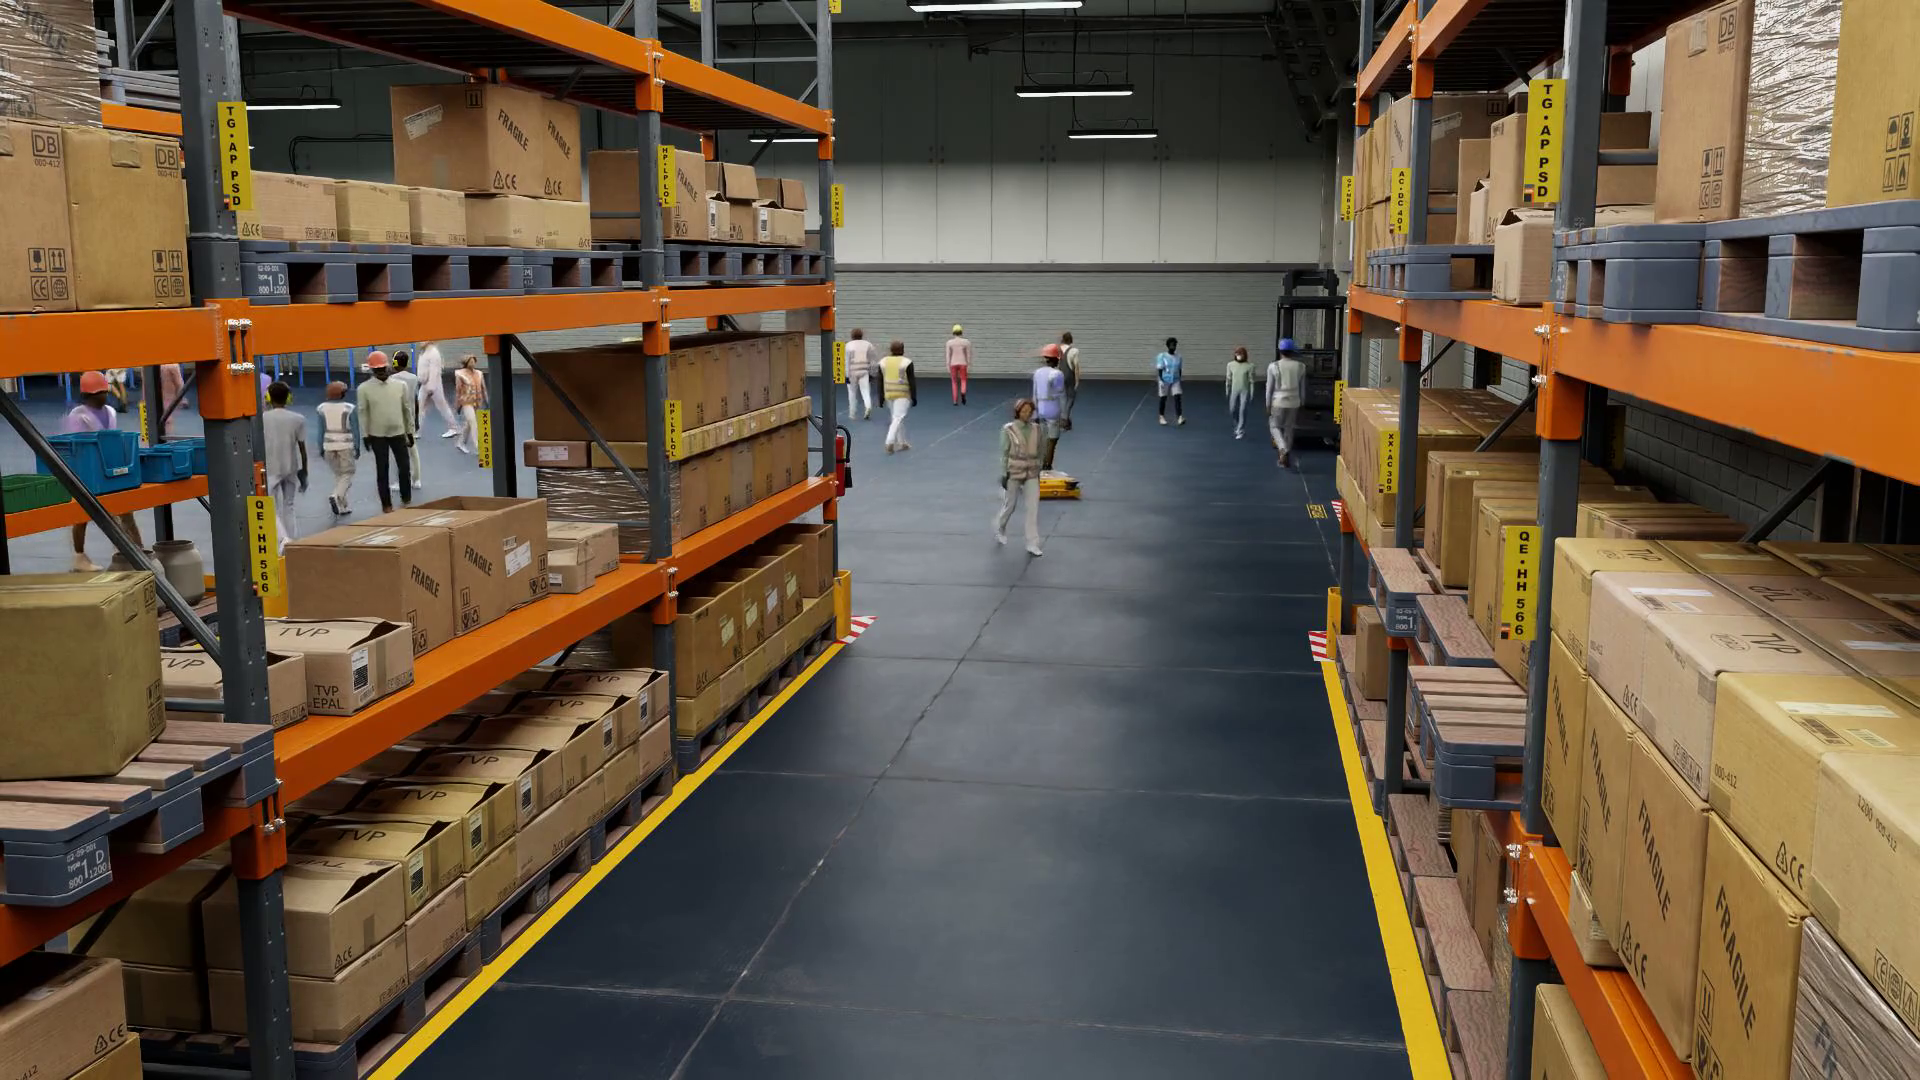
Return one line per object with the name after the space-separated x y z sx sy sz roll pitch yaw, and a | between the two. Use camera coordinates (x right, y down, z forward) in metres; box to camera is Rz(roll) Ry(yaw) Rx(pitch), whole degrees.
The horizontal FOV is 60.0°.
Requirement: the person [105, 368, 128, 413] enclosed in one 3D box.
-17.428 -3.584 34.303 0.422 1.914 0.543 2 10 15 | person

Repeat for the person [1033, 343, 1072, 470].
1.279 -1.749 22.993 0.413 1.922 0.549 -6 11 -32 | person

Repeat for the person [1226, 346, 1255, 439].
4.897 -2.577 28.993 0.510 1.617 0.428 4 10 23 | person

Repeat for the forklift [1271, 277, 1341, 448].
5.847 -3.016 27.970 1.129 2.768 1.873 1 9 9 | forklift

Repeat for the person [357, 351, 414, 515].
-6.836 -1.269 19.851 0.634 1.970 0.416 -5 10 -27 | person

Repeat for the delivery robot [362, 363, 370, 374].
-15.857 -4.665 45.000 0.707 0.478 0.477 6 11 32 | delivery robot

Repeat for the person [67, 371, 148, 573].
-8.131 -0.627 15.862 1.072 1.973 0.621 2 10 15 | person

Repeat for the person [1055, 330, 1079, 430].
1.923 -2.923 30.492 0.510 1.833 0.614 5 10 27 | person

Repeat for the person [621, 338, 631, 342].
-5.864 -2.669 29.197 0.743 1.728 0.548 -4 10 -25 | person

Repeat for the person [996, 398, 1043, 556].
0.621 -0.684 17.357 0.518 1.616 0.749 -4 10 -22 | person

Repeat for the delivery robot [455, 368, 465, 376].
-12.474 -4.192 42.081 0.477 0.478 0.707 -9 13 -44 | delivery robot

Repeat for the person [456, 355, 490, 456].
-7.807 -2.158 26.475 0.844 1.600 0.514 5 11 30 | person

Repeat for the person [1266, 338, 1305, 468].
4.837 -2.022 24.632 0.618 1.934 0.602 -1 9 -9 | person

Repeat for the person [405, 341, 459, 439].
-9.232 -2.687 28.985 1.016 1.852 0.656 -8 12 -39 | person

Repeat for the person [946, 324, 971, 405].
-0.038 -3.810 36.185 0.545 1.753 0.442 0 9 -3 | person

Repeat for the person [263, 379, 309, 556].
-6.714 -0.656 16.446 0.544 1.853 0.481 -6 11 -34 | person

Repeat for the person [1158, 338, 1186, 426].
3.978 -2.973 31.339 0.541 1.651 0.876 -2 9 -12 | person

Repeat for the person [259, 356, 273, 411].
-9.548 -1.616 22.438 0.440 1.824 0.588 7 12 38 | person

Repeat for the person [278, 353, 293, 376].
-18.861 -5.533 46.290 0.593 1.924 0.380 -7 12 -37 | person

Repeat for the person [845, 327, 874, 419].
-1.980 -3.274 32.721 0.628 1.819 0.848 -3 10 -20 | person

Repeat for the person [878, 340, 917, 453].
-1.035 -2.325 26.894 0.618 1.812 0.926 5 11 29 | person

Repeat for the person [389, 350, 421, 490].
-7.464 -1.607 22.294 0.322 1.864 0.515 5 11 29 | person

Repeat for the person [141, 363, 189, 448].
-12.243 -2.135 25.505 0.638 1.877 0.832 3 10 19 | person

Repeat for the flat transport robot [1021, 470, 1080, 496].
1.117 -0.767 22.123 0.652 0.197 1.431 -1 9 -9 | flat transport robot

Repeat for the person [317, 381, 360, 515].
-7.409 -1.081 19.793 0.523 1.621 0.635 1 9 7 | person
